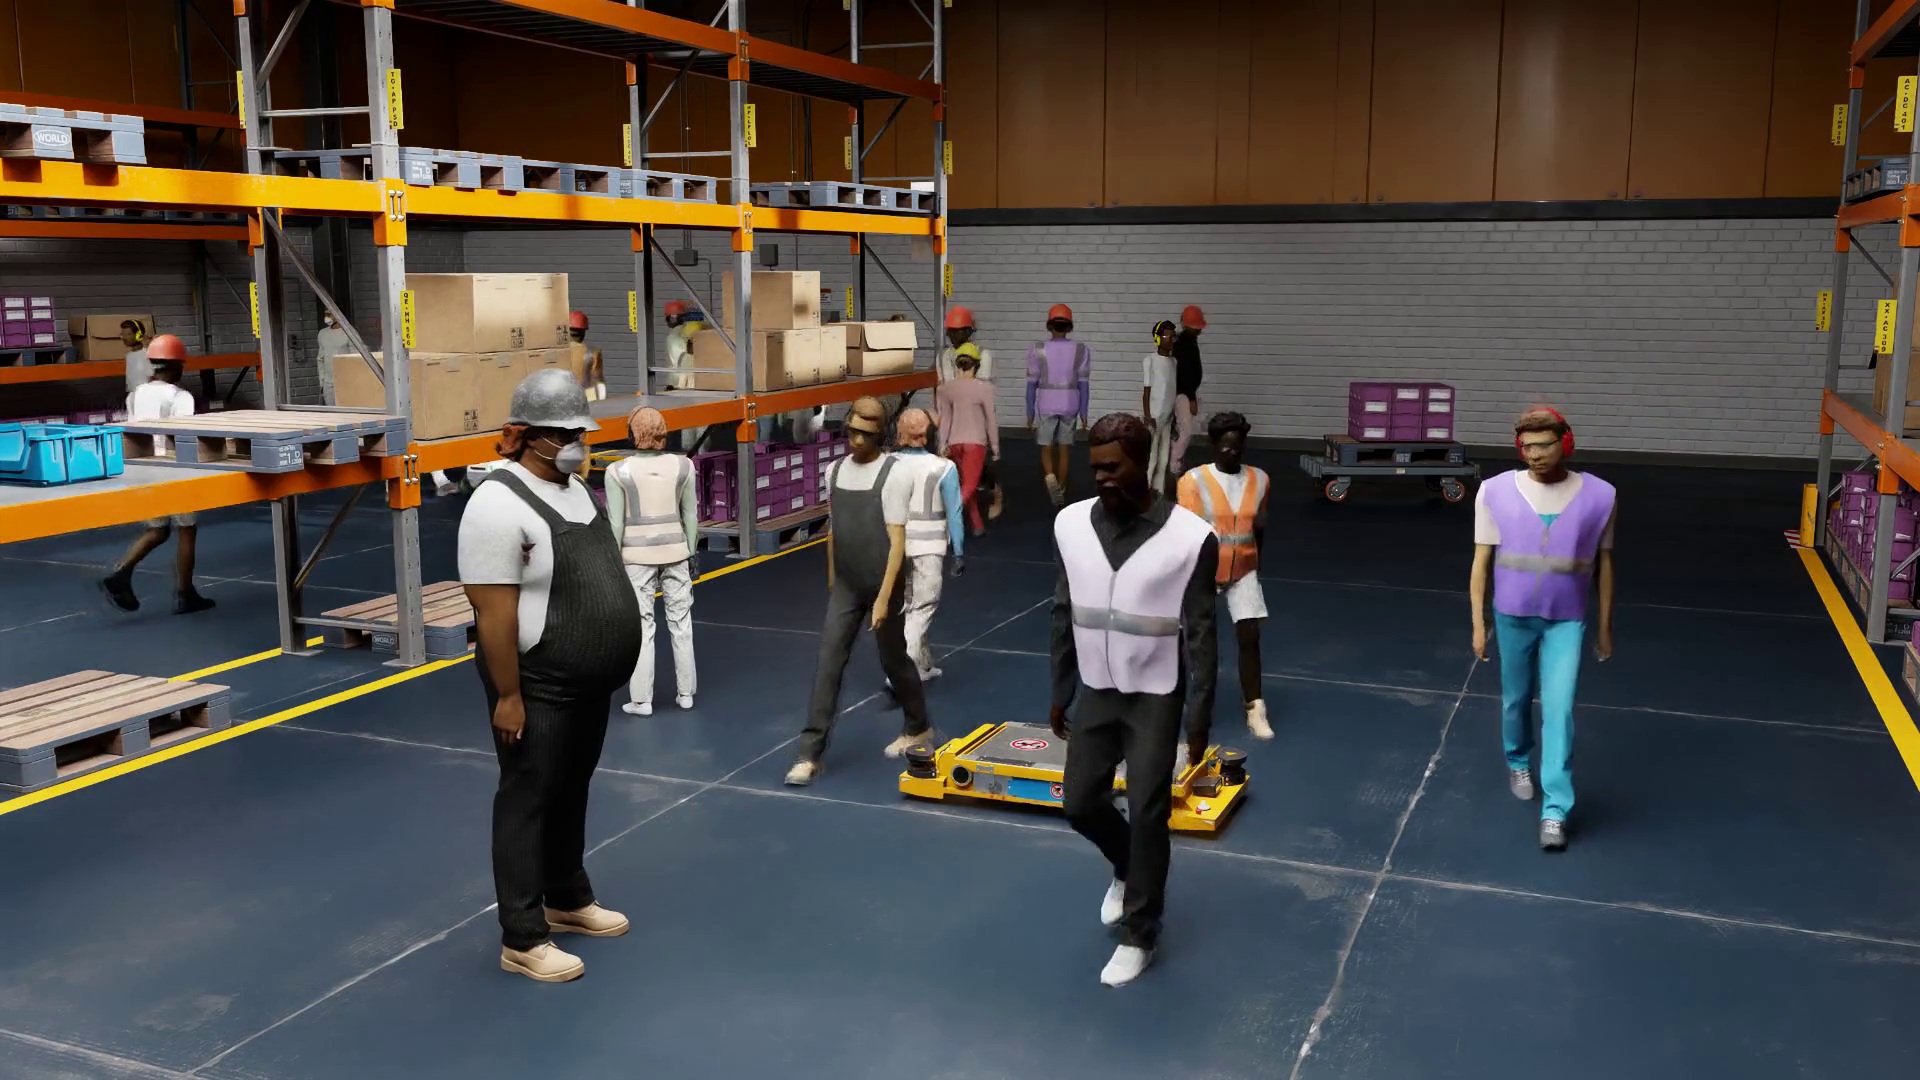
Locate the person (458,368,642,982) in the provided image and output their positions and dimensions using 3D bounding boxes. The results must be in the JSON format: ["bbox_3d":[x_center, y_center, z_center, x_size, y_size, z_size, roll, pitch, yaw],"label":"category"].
[{"bbox_3d":[-1.342,0.432,5.623,0.536,2.000,0.688,2,10,13],"label":"person"}]

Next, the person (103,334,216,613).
[{"bbox_3d":[-5.420,-0.419,11.191,0.545,1.916,0.693,4,10,25],"label":"person"}]

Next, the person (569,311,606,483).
[{"bbox_3d":[-3.826,-1.336,16.699,0.546,1.918,0.401,1,9,8],"label":"person"}]

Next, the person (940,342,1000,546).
[{"bbox_3d":[0.035,-0.822,14.191,0.520,1.723,0.862,7,11,34],"label":"person"}]

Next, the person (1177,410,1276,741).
[{"bbox_3d":[1.307,0.146,8.554,0.543,1.661,0.814,-3,10,-15],"label":"person"}]

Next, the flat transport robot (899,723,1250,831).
[{"bbox_3d":[0.512,1.023,7.392,1.431,0.197,0.652,4,10,22],"label":"flat transport robot"}]

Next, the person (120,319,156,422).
[{"bbox_3d":[-8.333,-1.349,17.072,0.536,1.833,0.939,5,11,28],"label":"person"}]

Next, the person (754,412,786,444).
[{"bbox_3d":[-2.024,-1.249,17.100,0.520,1.622,0.394,7,12,36],"label":"person"}]

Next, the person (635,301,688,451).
[{"bbox_3d":[-3.406,-1.879,19.903,0.967,1.942,0.614,4,10,21],"label":"person"}]

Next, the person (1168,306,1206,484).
[{"bbox_3d":[2.474,-1.587,18.190,0.382,1.944,0.719,1,9,5],"label":"person"}]

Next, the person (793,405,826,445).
[{"bbox_3d":[-1.575,-1.569,18.448,0.695,1.810,0.650,-5,11,-29],"label":"person"}]

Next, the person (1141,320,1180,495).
[{"bbox_3d":[1.856,-1.078,15.290,0.333,1.873,0.520,8,12,40],"label":"person"}]

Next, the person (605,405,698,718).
[{"bbox_3d":[-1.612,0.117,8.742,0.513,1.642,0.313,-5,11,-29],"label":"person"}]

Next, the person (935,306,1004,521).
[{"bbox_3d":[0.070,-1.078,14.857,0.604,2.023,0.773,6,11,33],"label":"person"}]

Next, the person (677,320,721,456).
[{"bbox_3d":[-2.640,-1.354,17.114,0.599,1.819,0.590,6,11,31],"label":"person"}]

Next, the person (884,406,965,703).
[{"bbox_3d":[-0.254,0.071,9.131,0.531,1.605,0.824,4,10,25],"label":"person"}]

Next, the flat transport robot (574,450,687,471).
[{"bbox_3d":[-3.658,-0.890,18.983,1.431,0.197,0.652,4,10,22],"label":"flat transport robot"}]

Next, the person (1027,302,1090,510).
[{"bbox_3d":[0.946,-1.266,15.999,0.608,2.025,0.786,-1,9,-4],"label":"person"}]

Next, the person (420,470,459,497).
[{"bbox_3d":[-5.403,-1.323,16.830,0.873,1.848,0.597,-4,10,-22],"label":"person"}]

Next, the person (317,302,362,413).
[{"bbox_3d":[-7.422,-1.876,19.920,0.635,1.937,0.352,4,10,22],"label":"person"}]

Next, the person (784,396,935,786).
[{"bbox_3d":[-0.431,0.217,7.734,0.537,1.793,0.912,6,11,31],"label":"person"}]

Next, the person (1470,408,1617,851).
[{"bbox_3d":[2.471,0.326,7.063,0.603,1.790,0.996,3,10,16],"label":"person"}]

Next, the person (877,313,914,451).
[{"bbox_3d":[-0.859,-1.771,19.688,0.647,1.811,0.645,-7,12,-38],"label":"person"}]

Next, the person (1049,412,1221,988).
[{"bbox_3d":[0.589,0.511,5.568,0.608,1.900,0.483,6,11,30],"label":"person"}]

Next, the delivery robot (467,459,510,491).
[{"bbox_3d":[-4.683,-0.736,16.912,0.477,0.478,0.707,4,10,21],"label":"delivery robot"}]
